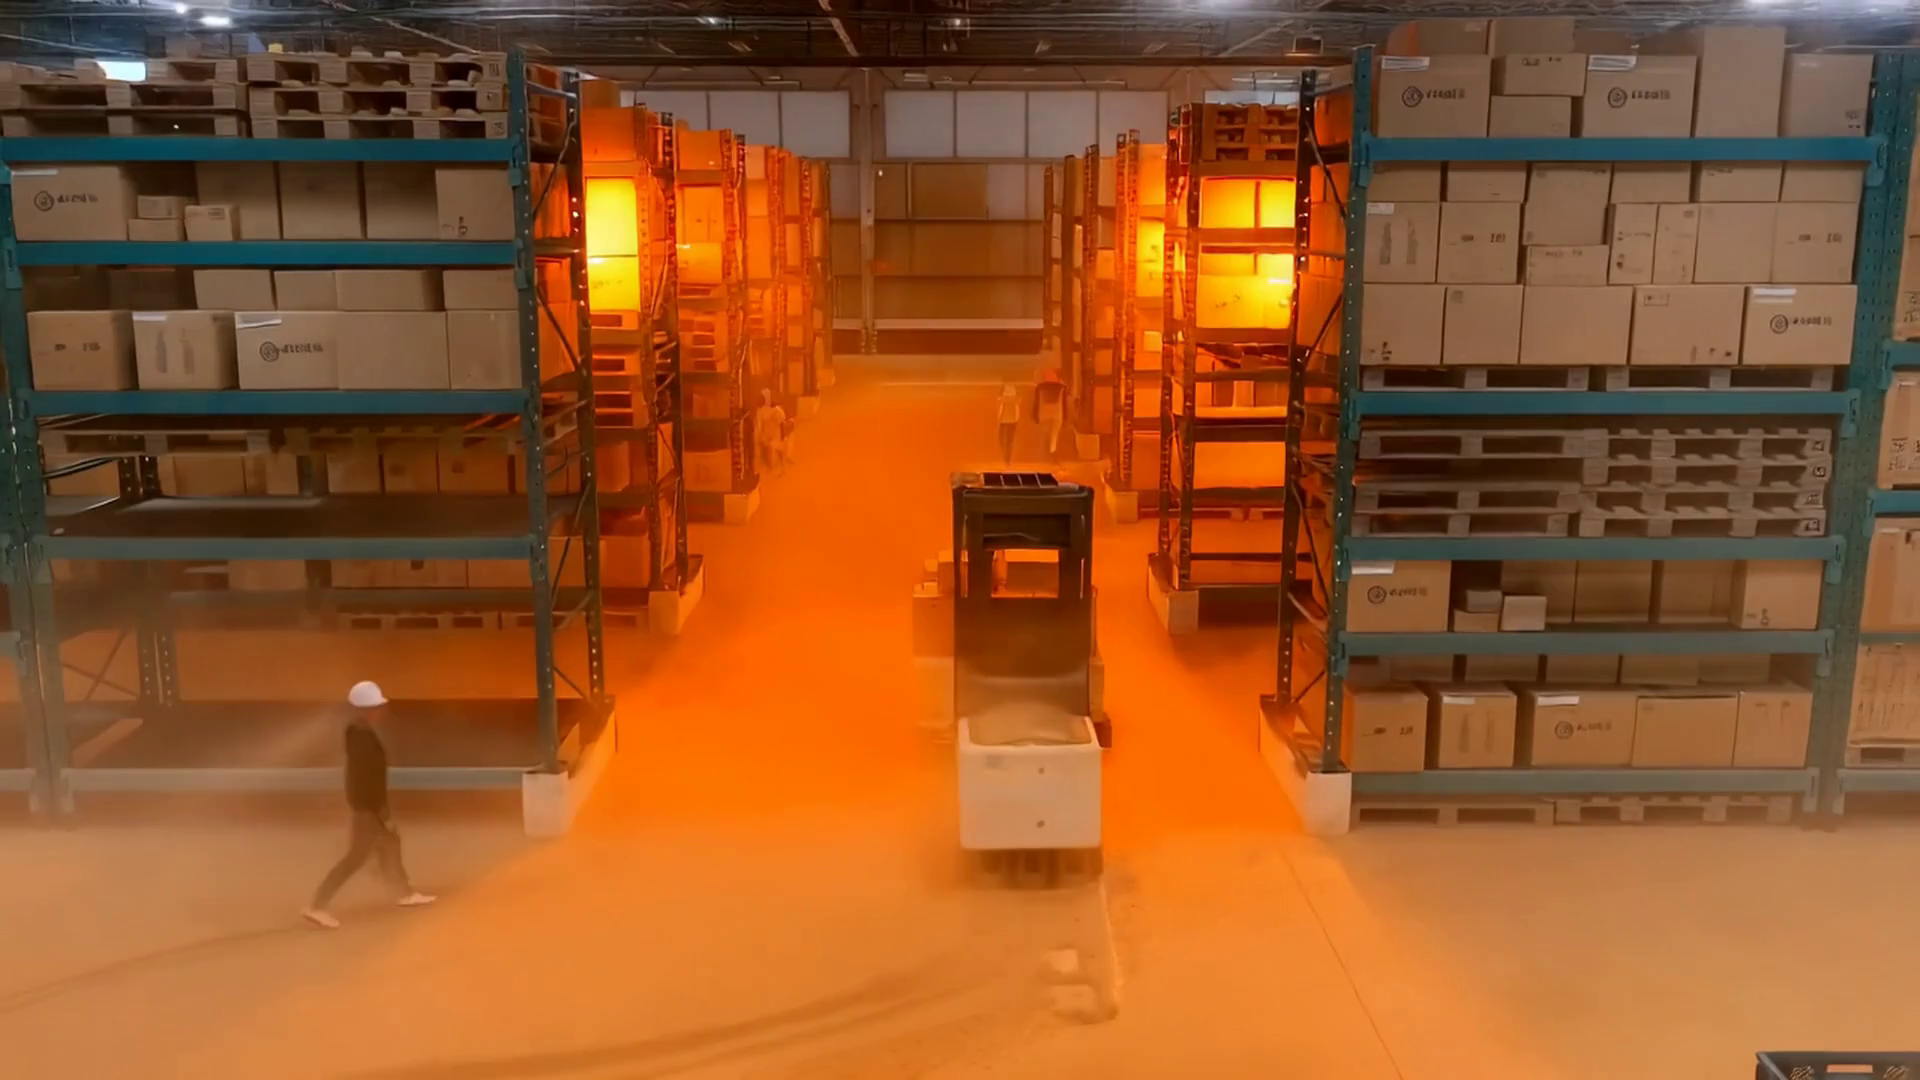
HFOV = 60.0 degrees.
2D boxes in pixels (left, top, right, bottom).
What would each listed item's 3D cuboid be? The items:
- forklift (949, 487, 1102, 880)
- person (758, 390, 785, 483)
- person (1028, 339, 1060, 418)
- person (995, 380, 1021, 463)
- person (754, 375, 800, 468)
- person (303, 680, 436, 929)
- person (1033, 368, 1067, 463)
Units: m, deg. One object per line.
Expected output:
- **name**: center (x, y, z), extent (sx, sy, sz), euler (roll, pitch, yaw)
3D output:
- **forklift**: center (0.495, 0.986, 12.813), extent (1.129, 2.768, 1.873), euler (0, 11, -2)
- **person**: center (-3.397, -1.910, 30.165), extent (0.532, 1.665, 0.829), euler (6, 13, 26)
- **person**: center (1.945, -3.735, 38.764), extent (0.684, 1.856, 0.906), euler (-6, 13, -26)
- **person**: center (0.933, -2.289, 32.195), extent (0.514, 1.625, 0.352), euler (0, 11, -2)
- **person**: center (-3.550, -2.242, 31.530), extent (0.949, 1.792, 0.644), euler (-1, 11, -5)
- **person**: center (-4.159, 1.825, 11.542), extent (0.891, 1.738, 0.528), euler (-7, 13, -31)
- **person**: center (1.739, -2.430, 32.361), extent (0.654, 1.825, 0.633), euler (-1, 11, -3)
